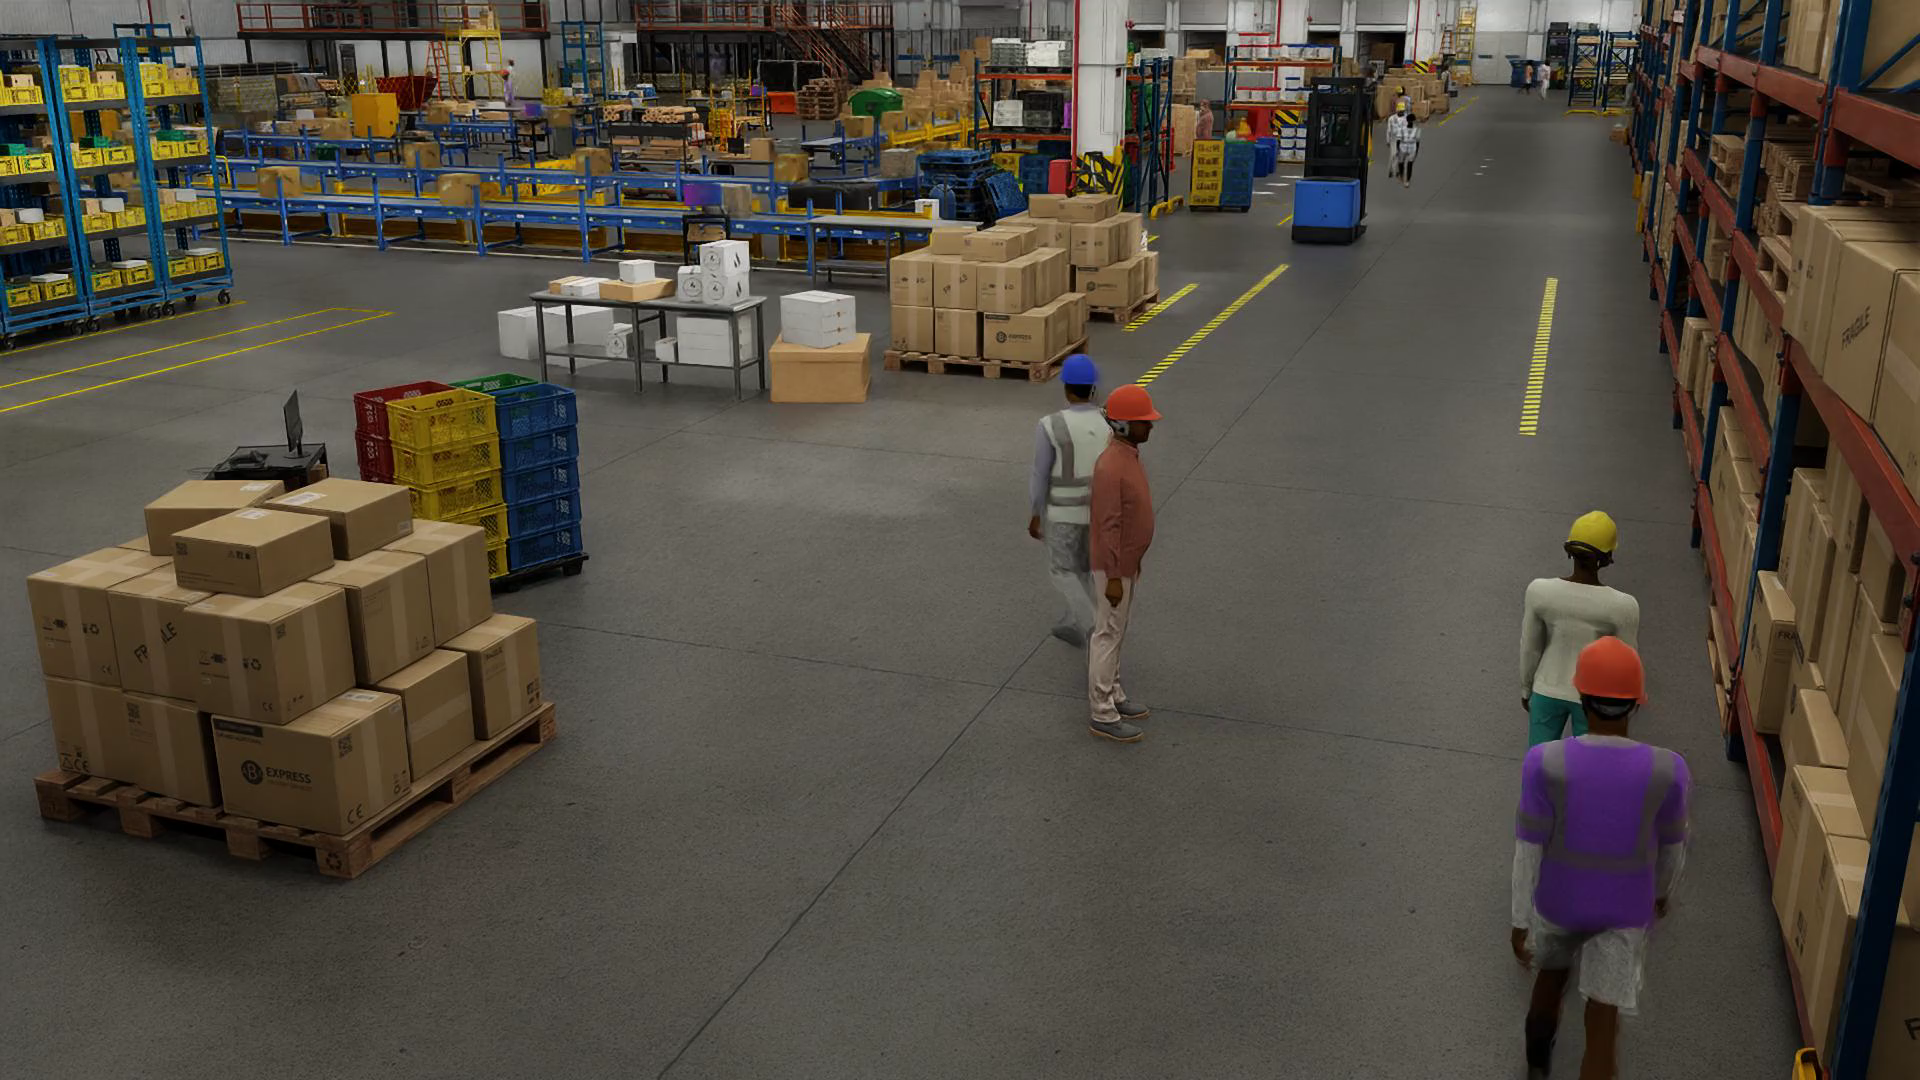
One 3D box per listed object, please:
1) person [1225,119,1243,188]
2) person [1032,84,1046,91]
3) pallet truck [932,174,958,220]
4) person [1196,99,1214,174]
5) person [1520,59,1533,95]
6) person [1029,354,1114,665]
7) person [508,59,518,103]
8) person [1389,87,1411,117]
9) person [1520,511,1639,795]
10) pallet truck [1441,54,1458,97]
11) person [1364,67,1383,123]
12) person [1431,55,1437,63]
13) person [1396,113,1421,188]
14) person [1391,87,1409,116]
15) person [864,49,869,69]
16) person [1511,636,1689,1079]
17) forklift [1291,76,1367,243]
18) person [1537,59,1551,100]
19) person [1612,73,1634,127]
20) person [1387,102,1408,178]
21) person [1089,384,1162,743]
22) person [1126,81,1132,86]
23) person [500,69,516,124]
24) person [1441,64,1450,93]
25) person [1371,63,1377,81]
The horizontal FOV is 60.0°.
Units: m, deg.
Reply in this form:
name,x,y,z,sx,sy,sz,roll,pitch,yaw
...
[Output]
name,x,y,z,sx,sy,sz,roll,pitch,yaw
person,6.092,-8.605,37.242,0.595,1.620,0.513,9,20,27
person,3.728,-22.068,79.088,0.959,1.908,0.640,-10,20,-28
pallet truck,-0.507,-5.292,27.348,0.653,1.274,1.630,6,19,19
person,5.836,-9.553,39.759,0.410,1.906,0.642,2,18,5
person,27.428,-22.361,80.357,0.539,1.683,0.540,0,18,-1
person,0.772,-0.174,10.258,0.606,1.924,0.773,-10,20,-29
person,-19.803,-20.344,73.715,0.452,1.868,0.614,-4,18,-11
person,13.382,-12.890,50.541,0.635,1.702,0.905,0,18,0
person,2.841,0.722,7.696,0.523,1.769,0.309,12,21,33
pallet truck,22.765,-21.886,78.355,0.823,1.965,1.885,-4,18,-14
person,14.829,-16.120,60.169,0.681,2.000,1.017,-17,24,-42
person,24.406,-24.181,86.040,0.836,1.709,0.491,16,24,42
person,10.326,-8.990,38.335,0.542,1.681,0.585,5,18,15
person,13.659,-13.194,51.565,0.550,1.675,0.563,-6,19,-19
person,-5.365,-27.035,94.810,0.471,1.825,0.655,-6,19,-17
person,2.229,1.243,5.870,0.564,1.883,1.005,6,19,17
forklift,6.598,-6.755,29.381,1.129,2.768,1.873,6,19,19
person,26.751,-21.082,76.113,0.654,1.821,0.502,-16,24,-41
person,23.457,-15.395,58.234,0.926,1.833,0.529,0,18,0
person,10.667,-9.701,40.391,0.605,1.786,0.893,4,18,13
person,0.898,0.117,9.222,0.378,1.996,0.610,5,18,14
person,6.077,-16.117,60.250,0.405,1.982,0.622,-2,18,-5
person,-15.465,-15.037,56.797,0.614,2.017,0.635,-12,21,-33
person,19.805,-18.519,68.031,0.512,1.845,0.354,-13,22,-34
person,17.083,-18.809,68.901,0.335,1.869,0.553,4,18,13
